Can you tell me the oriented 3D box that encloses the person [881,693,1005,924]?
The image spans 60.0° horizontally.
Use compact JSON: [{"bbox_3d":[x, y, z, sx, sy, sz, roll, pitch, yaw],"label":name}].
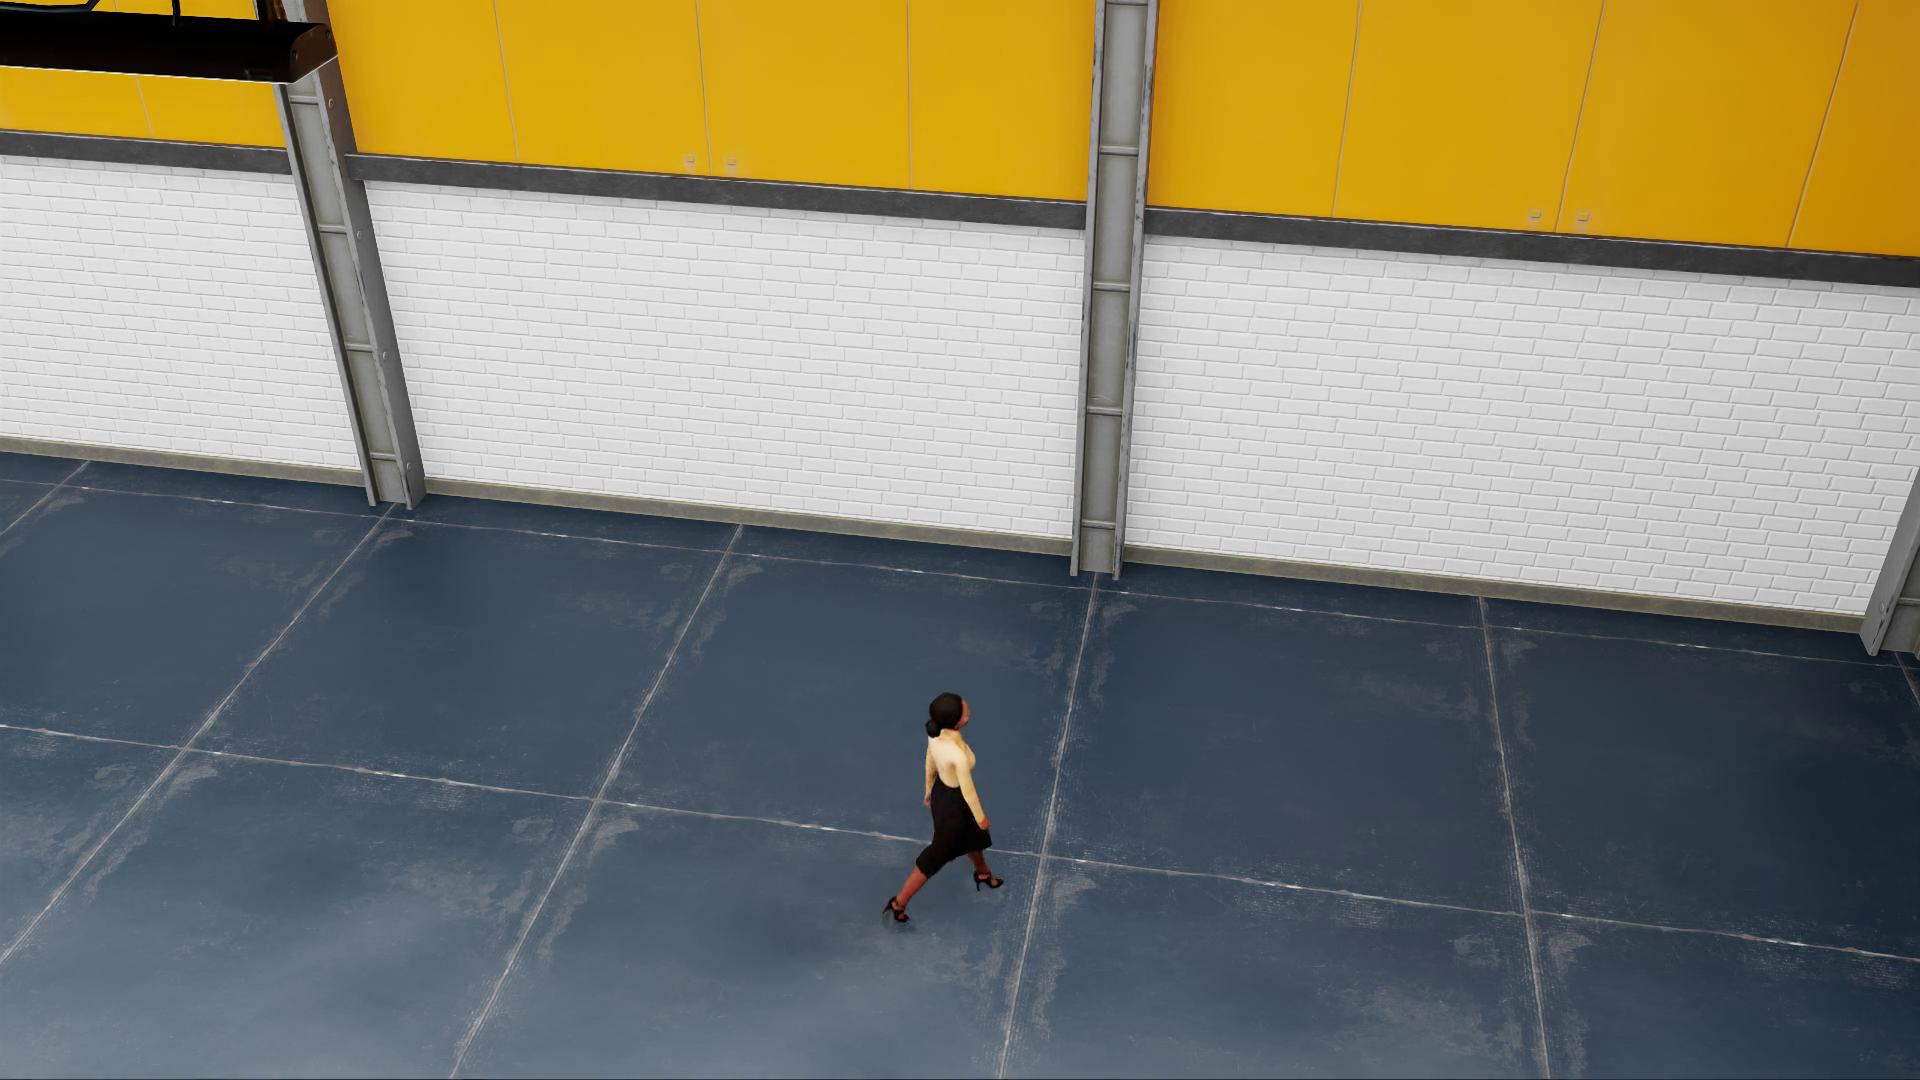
[{"bbox_3d":[-0.129,1.626,9.795,1.117,1.615,0.913,-12,36,-18],"label":"person"}]
